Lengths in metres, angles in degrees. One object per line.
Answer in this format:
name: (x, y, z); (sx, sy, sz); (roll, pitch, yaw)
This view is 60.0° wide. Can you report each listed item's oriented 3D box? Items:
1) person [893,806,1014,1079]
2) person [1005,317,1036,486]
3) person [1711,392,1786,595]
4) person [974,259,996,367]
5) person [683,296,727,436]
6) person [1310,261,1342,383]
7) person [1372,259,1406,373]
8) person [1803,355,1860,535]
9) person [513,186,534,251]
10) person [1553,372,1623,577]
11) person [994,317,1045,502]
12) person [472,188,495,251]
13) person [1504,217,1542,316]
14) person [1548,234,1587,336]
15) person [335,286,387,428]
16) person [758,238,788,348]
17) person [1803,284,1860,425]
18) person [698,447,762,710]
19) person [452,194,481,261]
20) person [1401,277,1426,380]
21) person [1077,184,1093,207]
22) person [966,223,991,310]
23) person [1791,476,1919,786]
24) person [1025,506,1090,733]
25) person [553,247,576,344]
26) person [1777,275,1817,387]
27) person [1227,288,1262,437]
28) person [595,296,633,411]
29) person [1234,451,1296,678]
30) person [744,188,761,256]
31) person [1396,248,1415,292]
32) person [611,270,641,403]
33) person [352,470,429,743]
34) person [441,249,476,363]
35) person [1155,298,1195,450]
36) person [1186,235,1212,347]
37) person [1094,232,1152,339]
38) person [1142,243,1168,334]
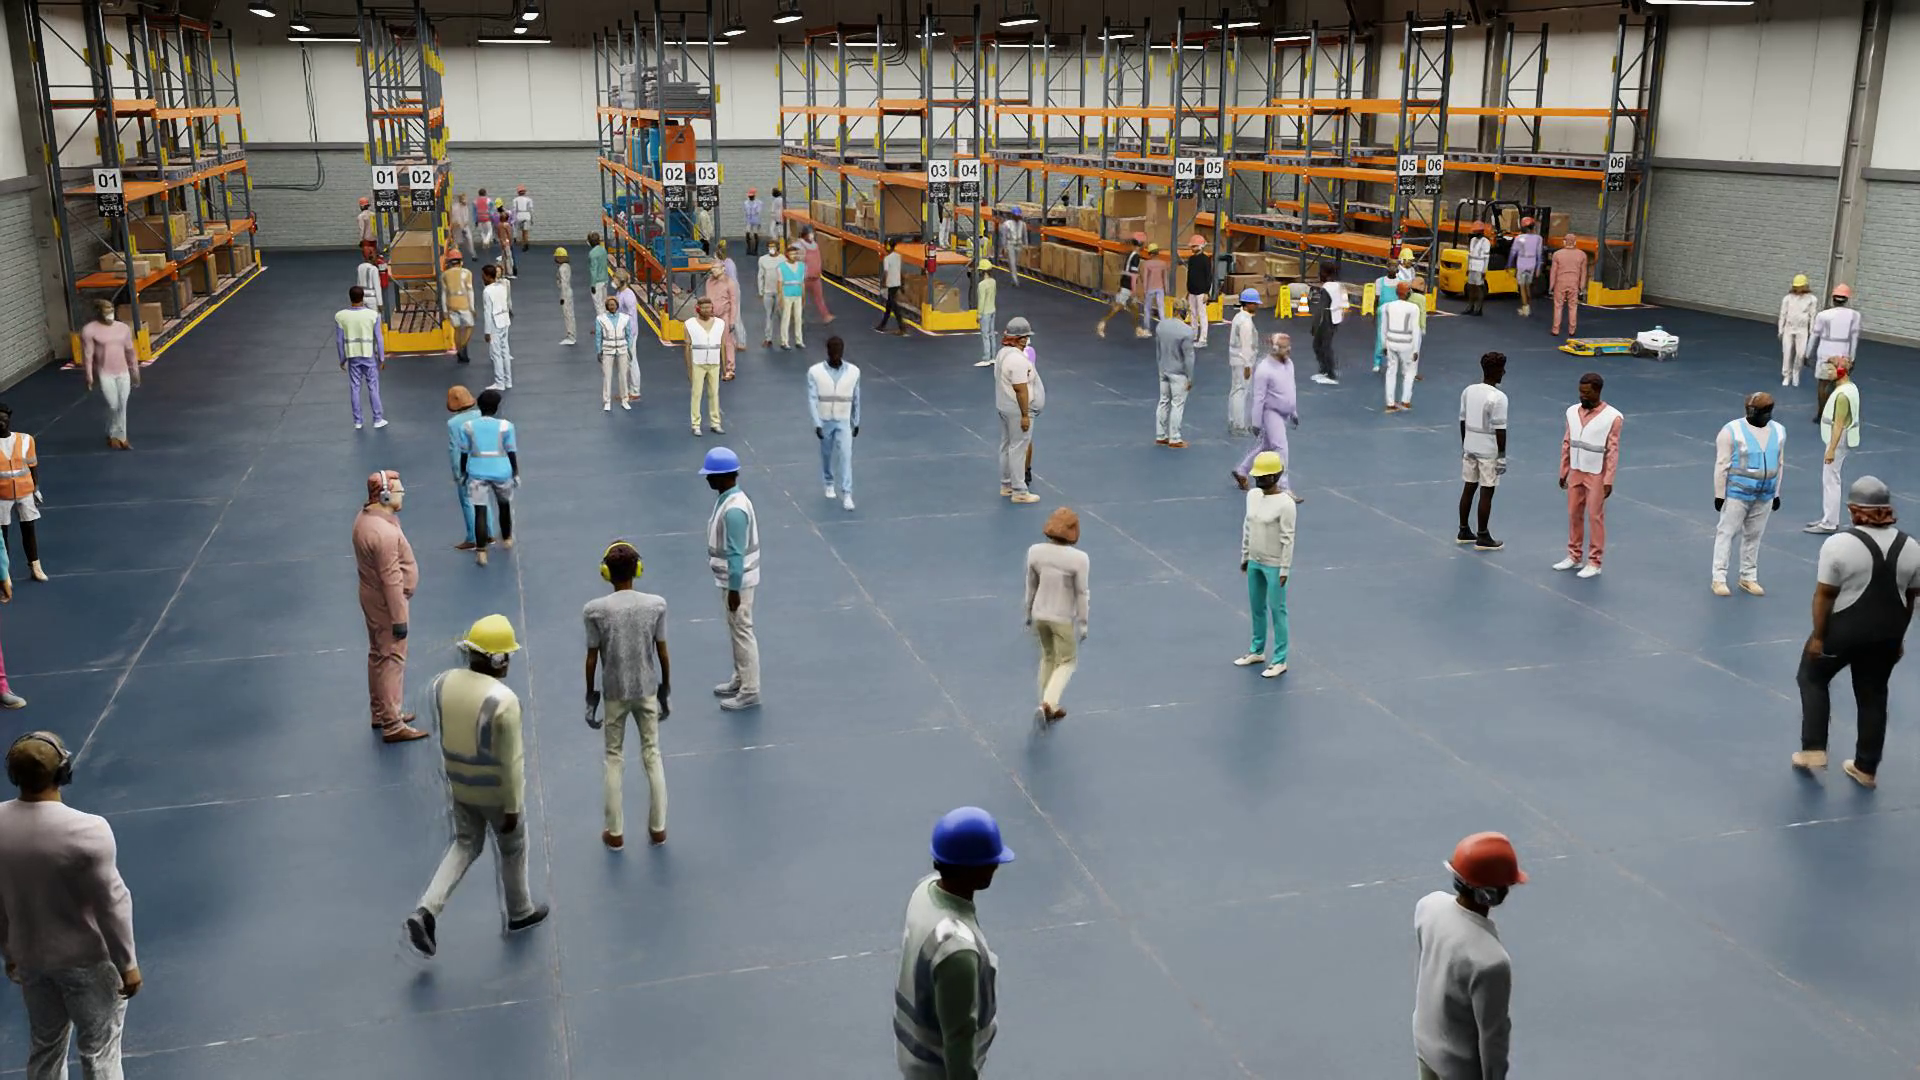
person: (-0.024, 1.880, 6.075); (0.428, 1.939, 0.602); (-3, 15, -11)
person: (0.680, -1.585, 19.097); (0.356, 1.939, 0.543); (4, 15, 14)
person: (7.049, -0.410, 14.863); (0.636, 1.840, 0.429); (-2, 15, -6)
person: (0.421, -3.771, 27.654); (0.314, 1.768, 0.526); (7, 16, 25)
person: (-3.374, -2.307, 21.993); (0.568, 1.843, 0.374); (-8, 17, -28)
person: (5.664, -3.386, 25.975); (0.608, 1.890, 0.605); (7, 16, 23)
person: (6.949, -3.623, 26.946); (0.508, 1.847, 0.345); (3, 15, 11)
person: (8.953, -0.966, 16.981); (0.403, 1.831, 0.572); (8, 17, 28)
person: (-12.744, -9.380, 48.541); (0.551, 1.889, 0.970); (-2, 15, -7)
person: (5.864, -0.619, 15.529); (0.399, 1.909, 0.599); (-9, 17, -30)
person: (0.667, -1.447, 18.383); (0.538, 2.000, 0.683); (-5, 16, -18)
person: (-13.832, -9.313, 48.384); (0.640, 1.826, 0.512); (1, 15, 5)
person: (11.546, -5.583, 34.003); (0.621, 2.010, 0.692); (-4, 15, -14)
person: (11.355, -4.769, 31.144); (0.651, 1.904, 0.402); (2, 15, 7)
person: (-8.073, -2.463, 22.444); (0.600, 1.915, 0.376); (-2, 15, -8)
person: (-3.310, -4.410, 29.728); (0.630, 1.940, 0.372); (3, 15, 10)
person: (11.903, -2.545, 22.764); (0.597, 1.900, 0.625); (3, 15, 10)
person: (-1.669, 0.270, 12.131); (0.421, 1.938, 0.604); (-4, 15, -14)
person: (-13.553, -8.488, 45.264); (0.977, 1.844, 0.649); (6, 16, 22)
person: (7.196, -3.355, 26.362); (0.289, 1.627, 0.506); (-7, 16, -24)
person: (3.801, -9.910, 50.674); (0.485, 1.825, 0.945); (3, 15, 11)
person: (0.388, -5.599, 34.222); (0.594, 1.926, 0.366); (-11, 19, -37)
person: (5.842, 0.566, 10.805); (0.695, 2.000, 0.580); (-1, 15, -4)
person: (0.637, 0.571, 11.611); (0.530, 1.610, 0.550); (10, 18, 32)
person: (-7.172, -4.421, 30.141); (0.312, 1.744, 0.487); (0, 15, 0)
person: (12.889, -3.218, 25.659); (0.506, 1.718, 0.565); (9, 17, 31)
person: (3.745, -2.341, 21.930); (0.402, 1.943, 0.609); (0, 15, -1)
person: (-4.931, -2.667, 23.742); (0.524, 1.639, 0.306); (-6, 16, -22)
person: (2.348, 0.175, 12.822); (0.333, 1.760, 0.528); (-9, 17, -31)
person: (-5.883, -8.976, 46.984); (0.537, 1.904, 0.635); (4, 15, 16)
person: (7.729, -4.167, 29.017); (0.601, 1.830, 0.404); (-12, 19, -38)
person: (-4.897, -2.989, 24.381); (0.352, 1.937, 0.635); (-7, 16, -24)
person: (-3.944, 0.448, 11.536); (0.395, 1.899, 0.640); (-9, 17, -30)
person: (-8.424, -3.922, 27.949); (0.576, 1.909, 0.561); (2, 15, 6)
person: (2.728, -2.103, 21.076); (0.384, 1.928, 0.635); (-11, 18, -36)
person: (4.249, -4.456, 29.791); (0.395, 1.993, 0.614); (-8, 17, -27)
person: (3.024, -4.707, 30.790); (1.067, 1.986, 0.653); (-1, 15, -2)
person: (3.695, -4.698, 31.261); (0.539, 1.714, 0.767); (-4, 15, -15)
